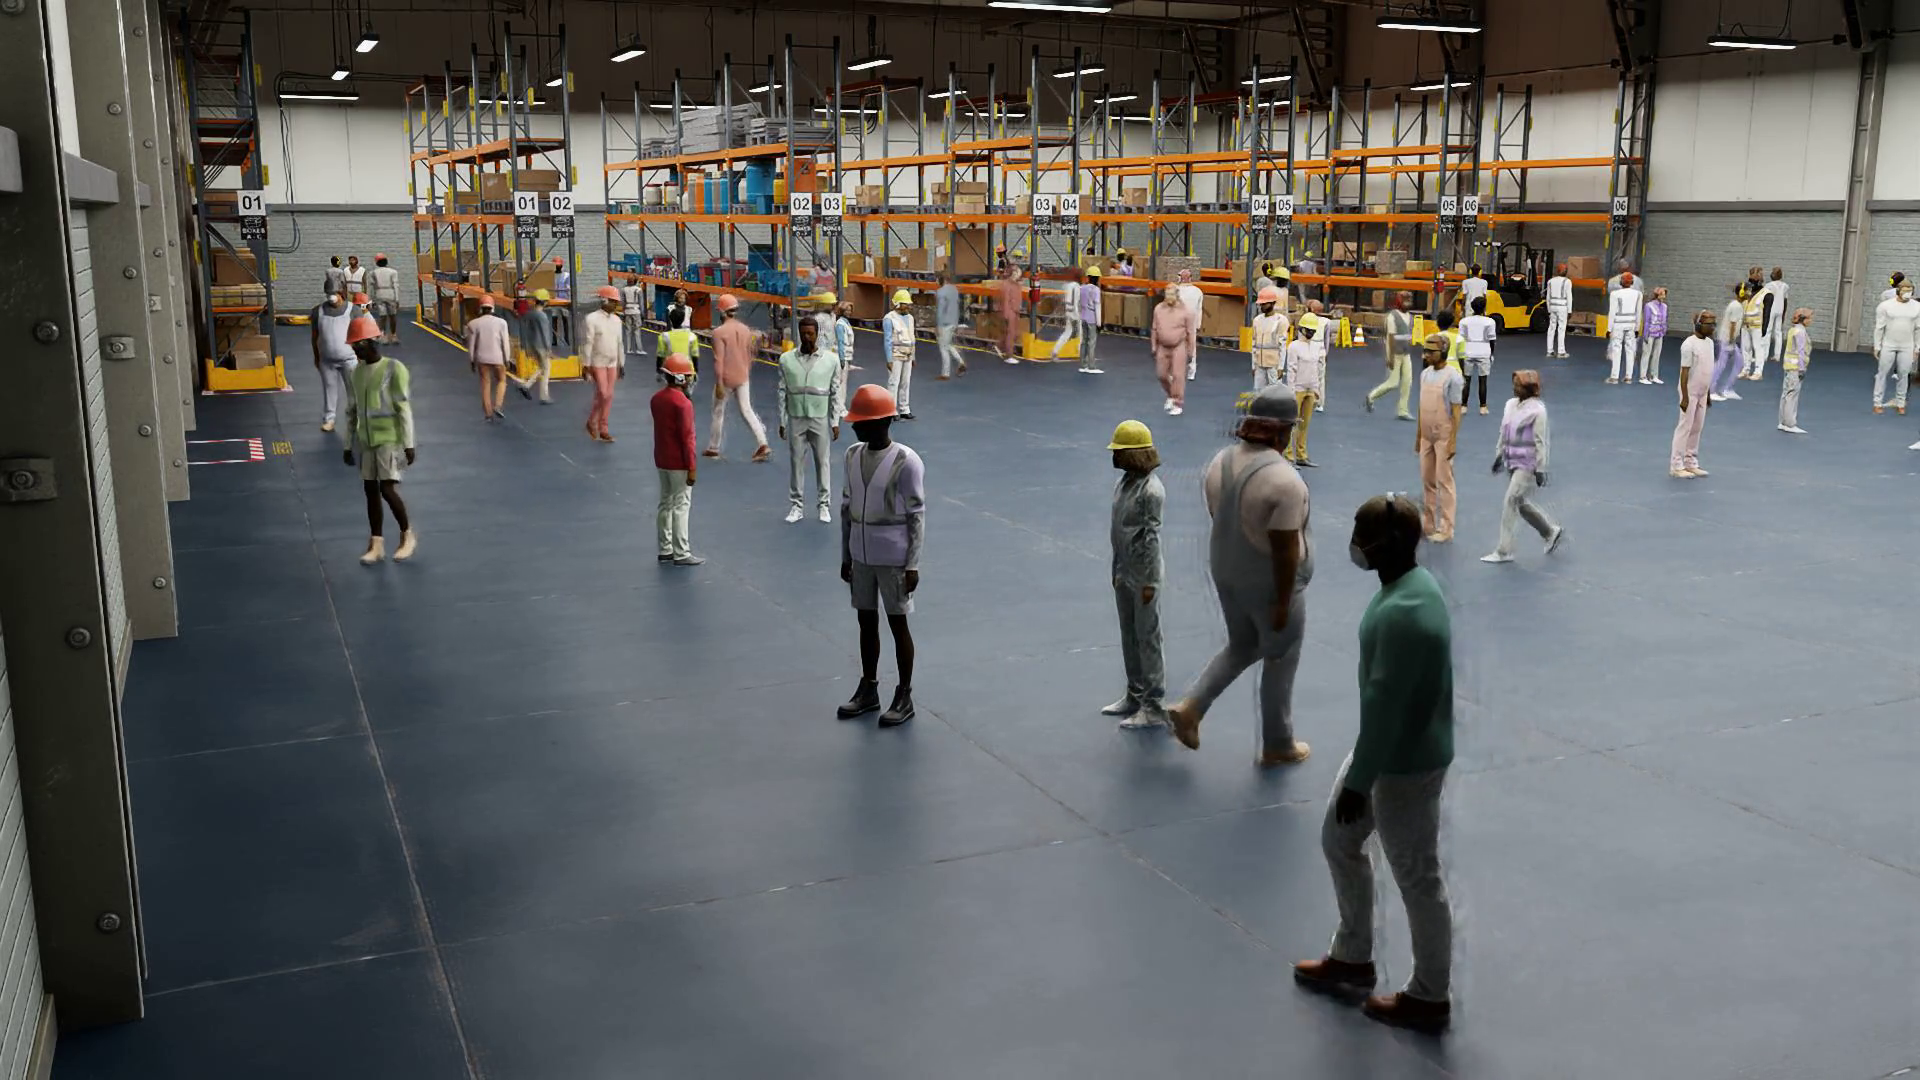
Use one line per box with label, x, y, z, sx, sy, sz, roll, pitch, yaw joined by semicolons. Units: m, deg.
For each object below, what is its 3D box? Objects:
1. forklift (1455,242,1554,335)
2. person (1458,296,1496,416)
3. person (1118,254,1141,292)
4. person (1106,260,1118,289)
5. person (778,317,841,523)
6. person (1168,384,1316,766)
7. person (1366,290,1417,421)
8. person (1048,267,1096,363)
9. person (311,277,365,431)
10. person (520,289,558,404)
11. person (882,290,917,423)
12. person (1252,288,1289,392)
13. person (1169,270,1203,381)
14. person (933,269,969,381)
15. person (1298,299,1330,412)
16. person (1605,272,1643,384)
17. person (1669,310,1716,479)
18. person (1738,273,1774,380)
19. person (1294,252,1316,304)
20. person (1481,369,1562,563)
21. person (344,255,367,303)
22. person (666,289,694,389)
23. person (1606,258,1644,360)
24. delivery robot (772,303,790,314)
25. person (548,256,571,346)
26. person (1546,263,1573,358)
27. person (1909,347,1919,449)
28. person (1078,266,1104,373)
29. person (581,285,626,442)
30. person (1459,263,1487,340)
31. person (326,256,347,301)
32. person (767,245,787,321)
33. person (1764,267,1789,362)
forklift;13.047;-6.049;39.881;2.313;2.155;1.214;-5;12;-23
person;7.365;-2.623;23.737;0.533;1.697;0.319;5;12;25
person;4.405;-6.499;43.129;0.663;1.822;0.435;-5;12;-23
person;4.195;-7.101;46.827;0.511;1.569;0.920;8;14;35
person;-1.405;-1.121;15.536;0.591;1.922;0.392;0;11;2
person;1.515;0.183;8.598;0.709;2.000;0.693;-6;13;-29
person;6.052;-2.569;23.153;0.571;1.816;0.662;-9;14;-37
person;2.164;-4.328;32.037;0.934;1.853;0.572;-4;12;-21
person;-8.236;-2.460;22.034;0.688;2.000;0.536;-2;11;-9
person;-6.312;-2.892;24.964;0.454;1.744;0.540;-7;13;-32
person;-0.819;-2.537;22.982;0.403;1.825;0.593;8;14;36
person;3.932;-2.258;21.309;0.376;1.931;0.541;-10;15;-41
person;3.839;-3.684;28.596;0.641;1.908;0.407;-4;12;-18
person;-0.201;-3.668;28.466;0.501;1.927;0.630;6;13;27
person;5.100;-2.651;24.016;0.513;1.645;0.307;-4;12;-19
person;11.214;-3.578;28.116;0.587;1.882;0.342;-1;11;-7
person;7.997;-1.580;18.098;0.501;1.839;0.342;-8;14;-36
person;13.770;-3.703;28.883;0.429;1.838;0.627;-5;12;-22
person;9.778;-7.306;47.339;0.575;1.767;0.808;-3;11;-13
person;4.699;-0.617;13.752;0.723;1.613;0.524;-2;11;-11
person;-14.787;-6.040;40.718;0.564;1.847;0.388;1;11;4
person;-4.561;-3.260;27.124;0.310;1.640;0.514;10;15;43
person;12.972;-4.511;32.458;0.695;2.000;0.860;0;11;1
delivery robot;-4.923;-6.466;45.943;0.477;0.478;0.707;3;12;17
person;-8.732;-5.204;36.234;0.545;1.942;0.349;-2;11;-8
person;11.999;-4.593;33.278;0.355;1.882;0.575;-7;13;-32
person;11.861;-2.016;20.118;0.397;1.911;0.588;-5;12;-22
person;2.374;-3.965;29.979;0.387;1.922;0.593;-6;13;-28
person;-4.447;-2.197;20.872;0.436;1.968;0.649;7;13;32
person;10.298;-4.604;33.370;0.530;1.869;0.311;1;11;7
person;-14.898;-5.856;39.764;0.510;1.861;0.327;4;12;19
person;-4.988;-6.883;44.609;0.691;2.003;0.944;-4;12;-21
person;15.764;-4.360;32.225;0.501;1.838;0.341;-1;11;-7
